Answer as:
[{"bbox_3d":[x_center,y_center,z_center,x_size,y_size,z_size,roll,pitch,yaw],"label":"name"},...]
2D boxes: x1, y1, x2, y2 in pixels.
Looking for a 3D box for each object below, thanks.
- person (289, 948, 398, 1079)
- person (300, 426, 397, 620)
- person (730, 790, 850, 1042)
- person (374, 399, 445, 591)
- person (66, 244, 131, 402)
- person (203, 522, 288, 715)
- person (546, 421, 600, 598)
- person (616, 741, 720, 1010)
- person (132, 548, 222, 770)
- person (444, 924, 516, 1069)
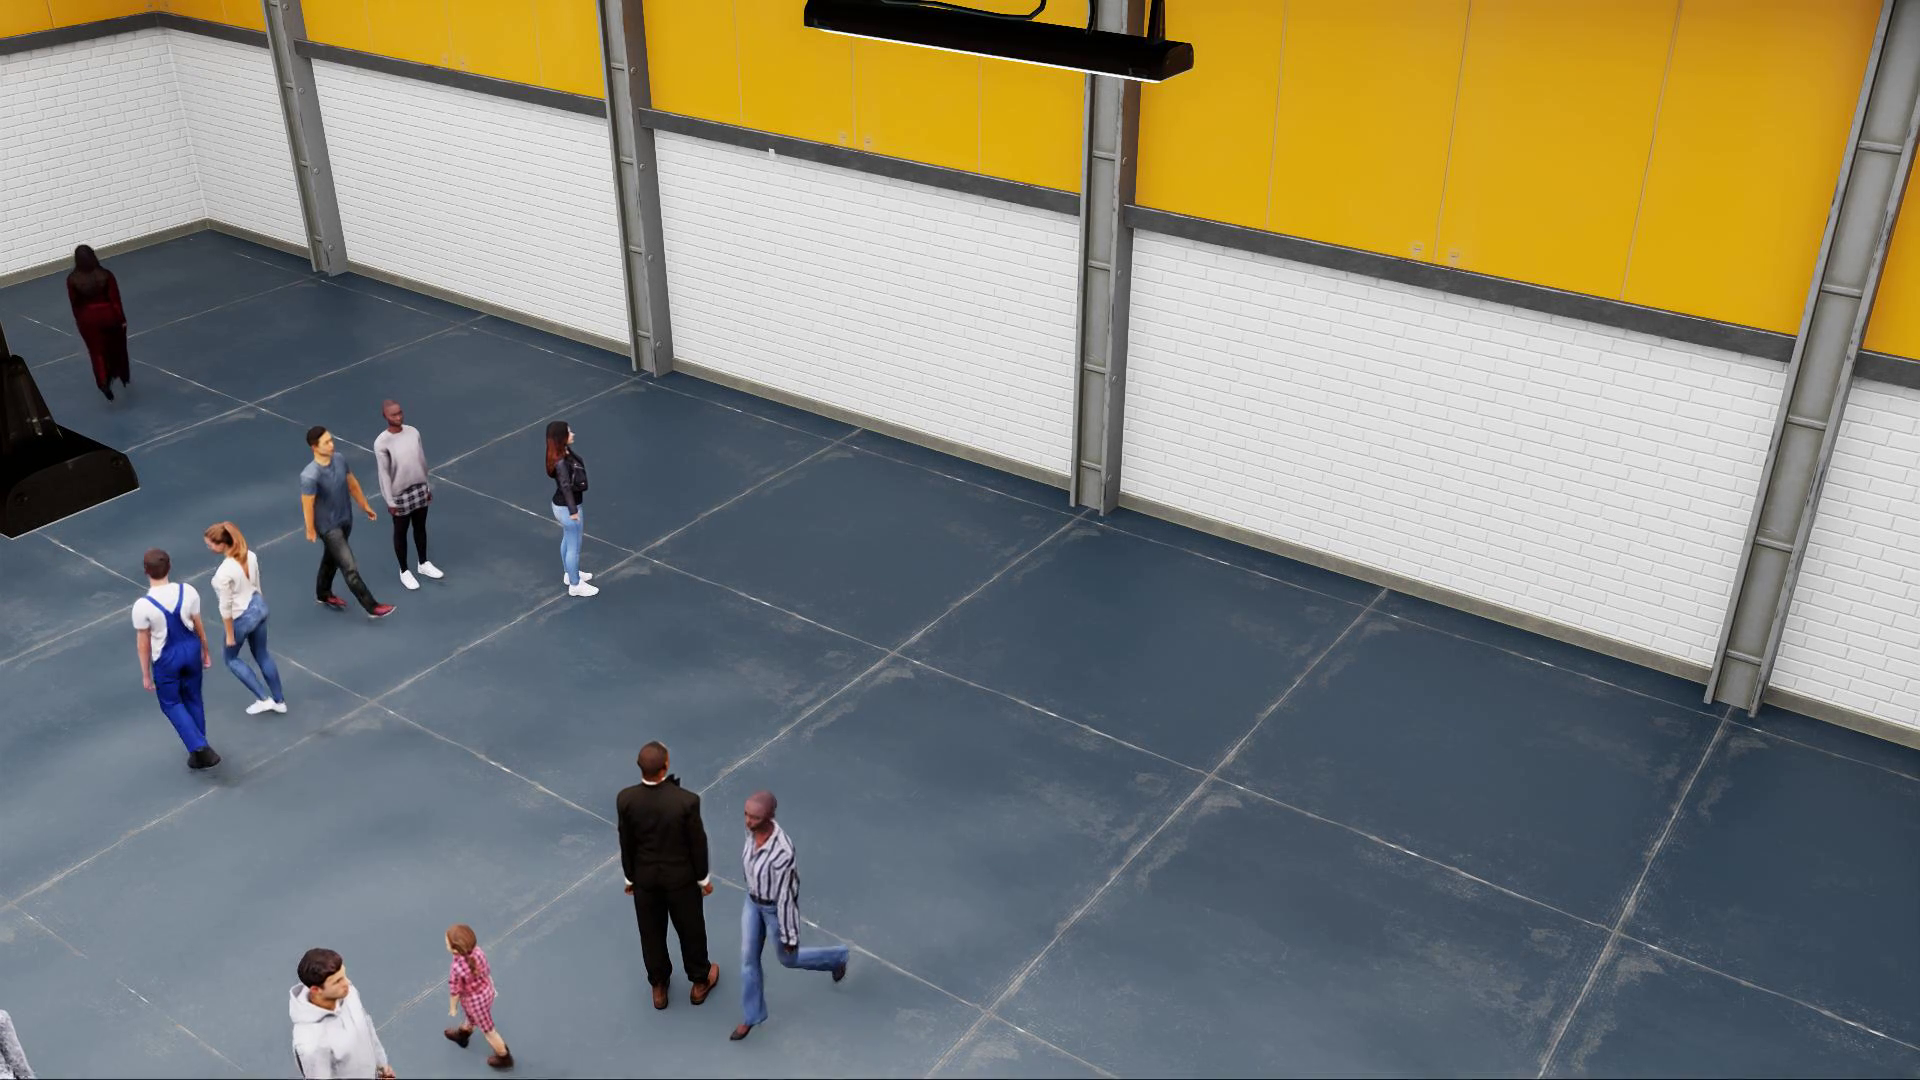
[{"bbox_3d":[-3.252,2.864,8.545,0.924,1.917,0.874,-1,29,-2],"label":"person"},{"bbox_3d":[-5.442,-0.155,14.231,1.194,1.771,0.913,7,29,13],"label":"person"},{"bbox_3d":[-1.036,2.199,9.923,0.885,1.765,1.089,-22,36,-35],"label":"person"},{"bbox_3d":[-4.911,-0.432,14.739,0.529,1.772,0.619,20,34,32],"label":"person"},{"bbox_3d":[-9.455,-2.354,18.309,0.989,1.727,1.160,-12,31,-22],"label":"person"},{"bbox_3d":[-5.430,0.636,12.837,0.713,1.718,0.733,7,29,13],"label":"person"},{"bbox_3d":[-3.445,-0.296,14.632,0.784,1.635,0.688,-10,30,-18],"label":"person"},{"bbox_3d":[-1.783,2.032,10.083,0.756,1.904,0.860,1,29,2],"label":"person"},{"bbox_3d":[-5.688,0.931,12.176,0.747,1.833,0.856,-24,37,-37],"label":"person"},{"bbox_3d":[-2.823,2.705,9.795,0.782,0.999,0.528,11,30,19],"label":"person"}]
